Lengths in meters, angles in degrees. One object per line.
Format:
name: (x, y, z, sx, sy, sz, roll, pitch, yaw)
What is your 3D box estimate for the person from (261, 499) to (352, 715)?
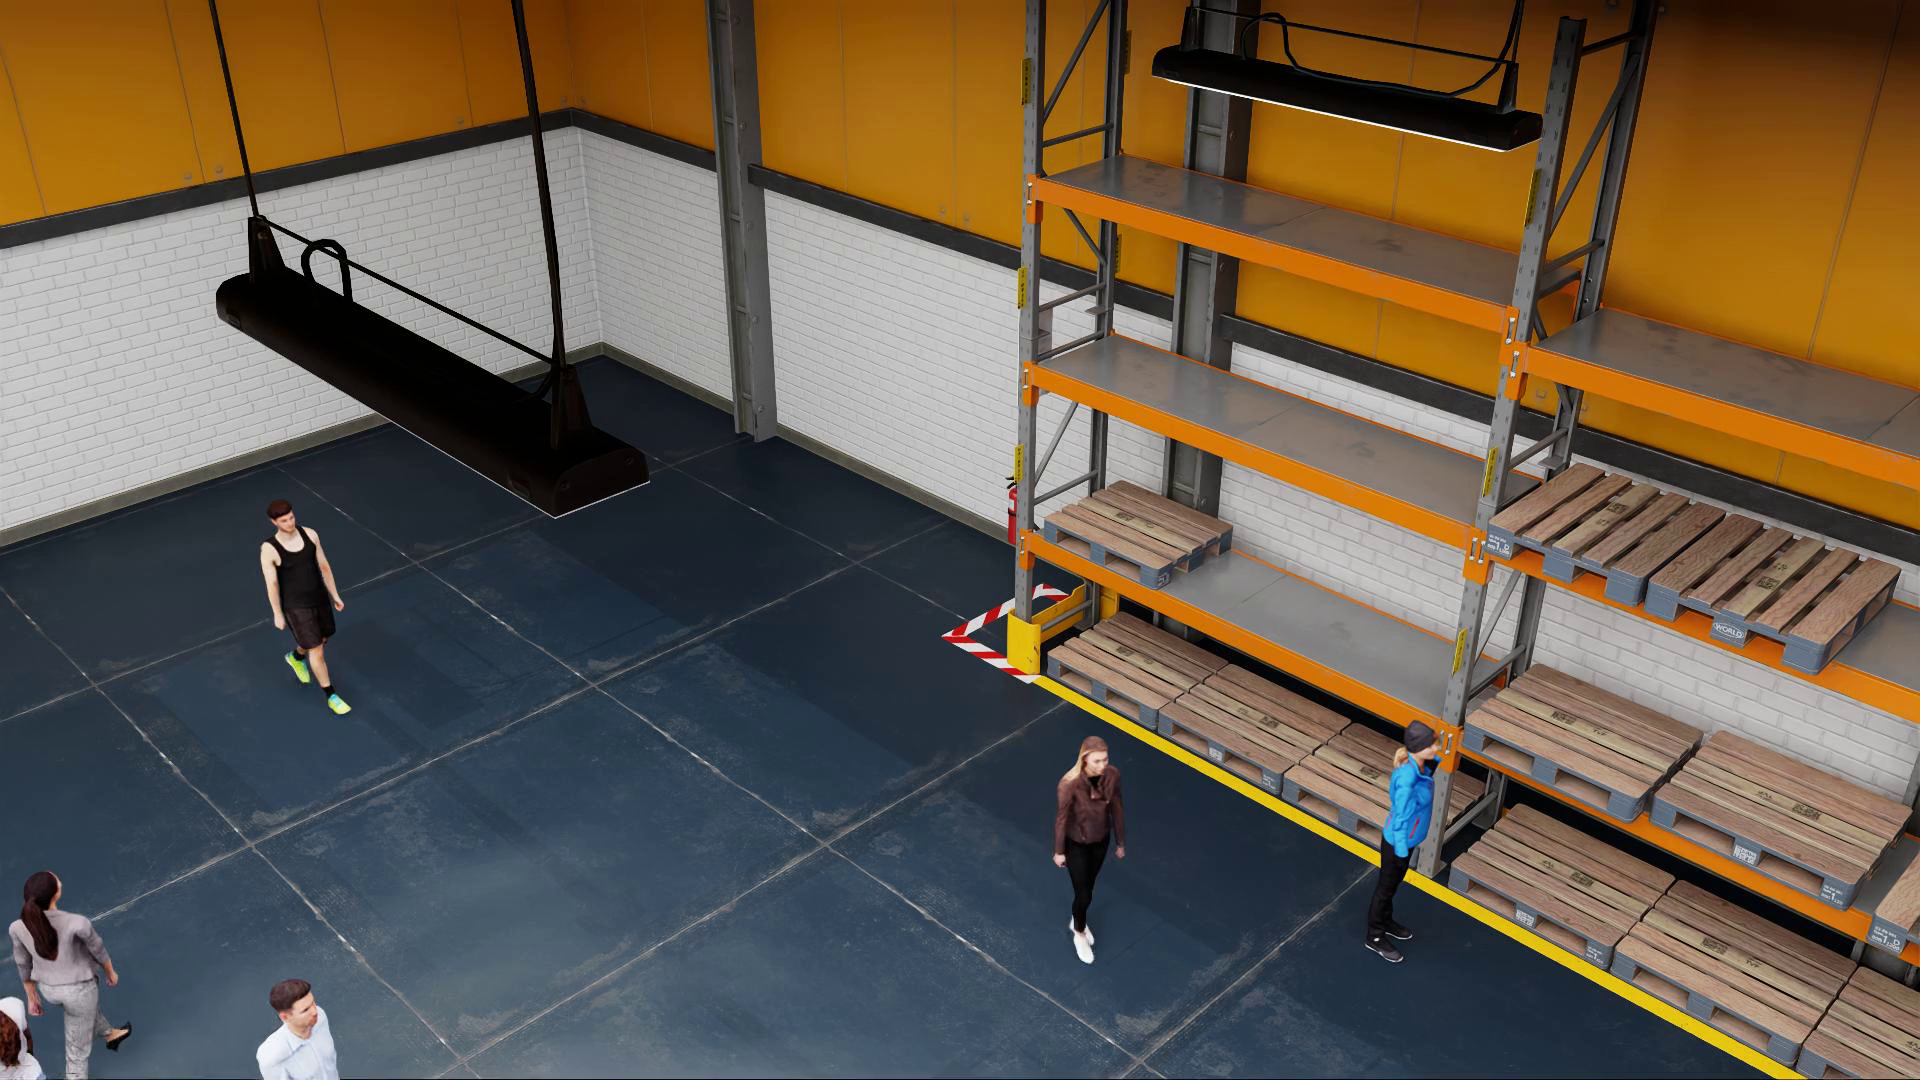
person: (-5.376, 0.486, 13.557, 1.178, 1.864, 0.835, 17, 33, 29)

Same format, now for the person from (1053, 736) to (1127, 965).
person: (0.803, 1.957, 11.038, 0.723, 1.694, 0.758, -14, 31, -23)

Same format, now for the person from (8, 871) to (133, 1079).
person: (-5.220, 2.725, 9.708, 1.117, 1.619, 1.166, 0, 29, 0)

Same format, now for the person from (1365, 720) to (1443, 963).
person: (2.902, 1.953, 10.941, 0.600, 1.795, 0.664, 16, 33, 27)

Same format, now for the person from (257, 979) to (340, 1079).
person: (-3.519, 3.068, 8.893, 1.256, 1.798, 0.933, 12, 31, 21)
